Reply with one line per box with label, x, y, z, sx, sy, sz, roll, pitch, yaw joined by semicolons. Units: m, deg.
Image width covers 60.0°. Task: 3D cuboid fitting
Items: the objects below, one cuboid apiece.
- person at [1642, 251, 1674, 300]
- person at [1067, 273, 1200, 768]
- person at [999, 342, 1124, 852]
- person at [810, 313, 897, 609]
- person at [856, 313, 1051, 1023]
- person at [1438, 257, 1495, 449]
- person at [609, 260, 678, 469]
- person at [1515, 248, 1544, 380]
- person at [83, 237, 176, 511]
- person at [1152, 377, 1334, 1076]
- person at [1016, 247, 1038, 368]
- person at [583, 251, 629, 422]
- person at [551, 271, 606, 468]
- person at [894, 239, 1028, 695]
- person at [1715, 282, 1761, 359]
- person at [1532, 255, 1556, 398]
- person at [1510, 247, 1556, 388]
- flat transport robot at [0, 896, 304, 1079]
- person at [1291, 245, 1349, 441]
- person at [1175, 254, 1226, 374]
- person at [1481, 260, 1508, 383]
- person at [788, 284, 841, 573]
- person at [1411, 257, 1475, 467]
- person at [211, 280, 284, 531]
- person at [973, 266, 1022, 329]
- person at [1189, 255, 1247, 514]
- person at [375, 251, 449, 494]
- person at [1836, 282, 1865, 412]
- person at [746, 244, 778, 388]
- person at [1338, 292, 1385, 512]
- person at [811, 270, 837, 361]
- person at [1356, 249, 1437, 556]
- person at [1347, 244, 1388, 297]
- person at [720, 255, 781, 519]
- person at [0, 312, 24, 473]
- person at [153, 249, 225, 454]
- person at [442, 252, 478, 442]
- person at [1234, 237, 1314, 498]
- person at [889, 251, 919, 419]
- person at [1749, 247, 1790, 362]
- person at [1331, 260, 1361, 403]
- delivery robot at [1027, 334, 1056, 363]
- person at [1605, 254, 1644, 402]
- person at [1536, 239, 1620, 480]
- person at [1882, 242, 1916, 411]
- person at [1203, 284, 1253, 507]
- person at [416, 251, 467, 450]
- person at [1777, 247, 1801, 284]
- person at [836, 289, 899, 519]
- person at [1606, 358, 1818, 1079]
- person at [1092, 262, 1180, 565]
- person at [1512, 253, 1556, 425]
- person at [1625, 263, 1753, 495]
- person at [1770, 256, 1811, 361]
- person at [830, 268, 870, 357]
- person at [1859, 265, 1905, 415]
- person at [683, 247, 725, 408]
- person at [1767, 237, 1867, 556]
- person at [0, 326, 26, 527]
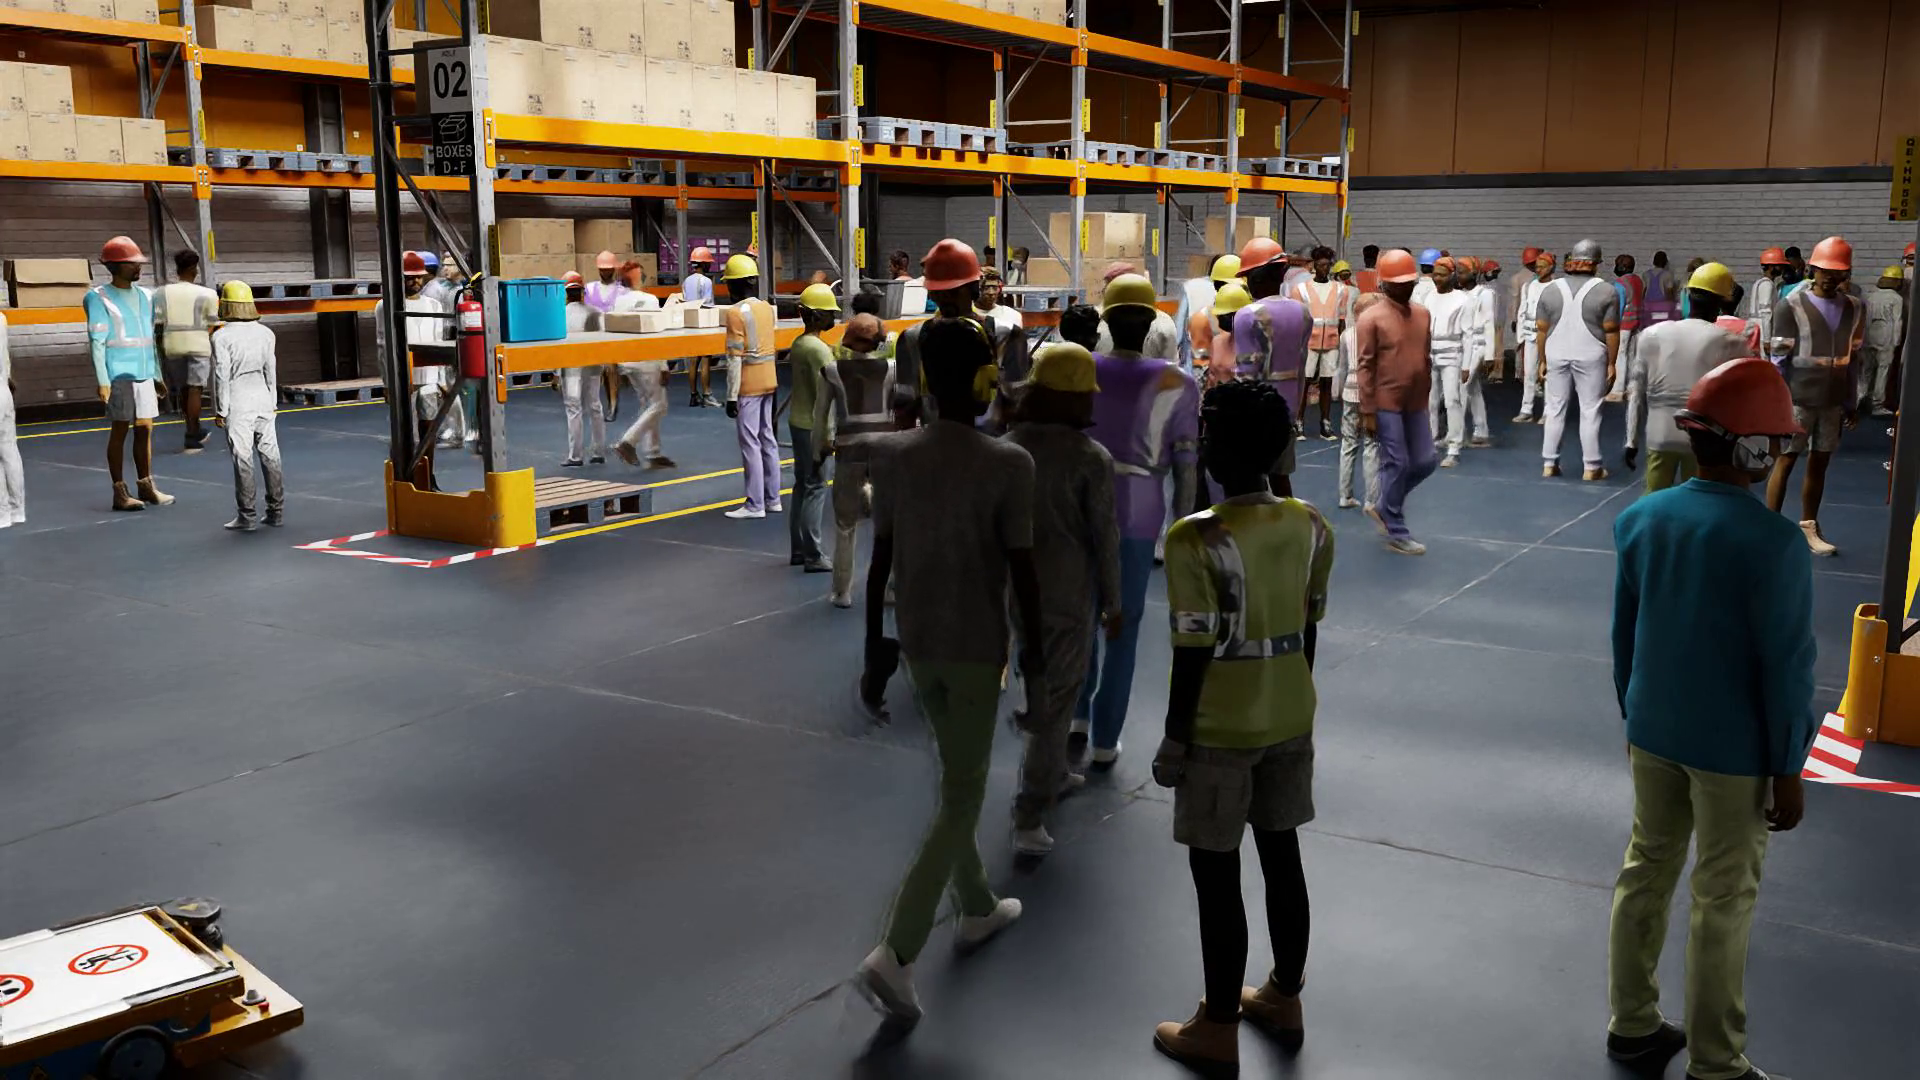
person;11.169;-3.699;26.671;0.516;1.843;0.325;9;13;40
person;0.608;-0.079;6.459;0.628;1.893;0.553;2;10;11
person;0.305;0.176;5.672;0.495;1.695;0.874;7;12;33
person;-0.539;-0.432;9.161;0.575;1.628;0.345;-1;10;-6
person;-0.039;0.317;4.458;0.532;1.839;0.909;6;12;30
person;4.850;-1.802;16.111;0.795;1.852;0.599;-2;10;-12
person;-2.787;-1.516;14.572;0.608;1.851;0.604;9;14;42
person;8.291;-3.252;24.015;0.406;1.911;0.637;-6;12;-30
person;-6.240;-1.247;12.533;0.375;2.042;0.615;3;11;18
person;0.683;0.452;4.077;0.540;1.695;0.317;-8;13;-38
person;1.058;-3.696;26.480;0.403;1.924;0.796;0;10;0
person;-3.965;-2.311;18.812;0.551;1.911;0.832;1;10;4
person;-3.420;-1.521;14.864;0.339;1.748;0.564;10;14;43
person;-0.004;-0.313;7.415;0.615;2.028;0.409;2;11;13
person;6.110;-1.214;13.333;0.534;1.691;0.316;6;12;28
person;7.510;-2.771;21.522;0.389;1.847;0.566;6;12;30
person;7.978;-3.085;23.070;0.713;1.928;1.025;-1;10;-3
flat transport robot;-2.395;1.191;3.934;1.431;0.197;0.652;-10;14;-43
person;3.621;-1.981;16.814;0.607;1.966;0.367;-1;10;-6
person;2.544;-2.057;17.519;0.736;1.875;0.384;0;10;-1
person;7.554;-3.097;23.644;0.589;1.737;0.415;-8;13;-37
person;-0.878;-0.682;10.198;0.335;1.760;0.526;-4;11;-22
person;4.319;-1.591;14.910;0.342;1.875;0.577;-9;14;-41
person;-5.006;-0.937;11.649;0.294;1.744;0.487;6;12;29
person;0.172;-1.058;12.068;0.561;1.836;0.395;-2;10;-9
person;1.719;-0.902;10.952;0.375;1.922;0.594;8;13;36
person;-4.186;-1.239;12.779;0.542;1.939;0.365;-10;14;-43
person;10.090;-2.212;19.036;0.551;1.617;0.430;-4;11;-19
person;-2.758;-3.050;22.656;0.622;1.993;0.383;8;13;39
person;3.036;-1.026;12.429;0.307;1.641;0.514;-8;13;-36
person;-1.843;-2.800;22.285;0.529;1.619;0.338;4;11;19
person;2.810;-0.877;10.711;0.648;1.959;0.472;-6;12;-30
person;5.451;-2.950;22.178;0.606;1.967;0.367;5;11;25
person;-1.551;-1.114;12.166;0.407;1.917;0.583;4;11;20
person;-8.305;-1.407;14.217;0.338;1.752;0.565;2;10;12
person;-7.385;-1.829;16.071;0.638;1.918;0.960;0;10;-2
person;-5.069;-1.949;16.802;0.643;1.909;0.410;6;12;30
person;1.739;-0.708;9.571;0.605;2.035;0.384;-9;14;-42
person;-0.600;-2.132;17.819;0.405;1.909;0.597;6;12;31
person;8.907;-2.254;18.401;0.364;1.939;0.542;3;11;16
person;4.739;-2.593;20.760;0.526;1.768;0.330;-4;11;-19
delivery robot;1.134;-2.976;25.976;0.707;0.478;0.477;-5;11;-24
person;8.314;-2.659;20.915;0.624;1.845;0.430;-10;14;-43
person;5.275;-1.538;14.150;0.688;2.000;0.536;8;13;38
person;11.139;-2.493;19.572;0.623;1.992;0.396;4;11;20
person;1.706;-0.719;10.435;0.364;1.748;0.559;-5;11;-27
person;-5.051;-1.819;16.056;0.421;1.924;0.636;-4;11;-21
person;12.655;-3.520;25.467;0.386;1.921;0.595;3;11;15
person;-0.655;-0.952;11.906;0.540;1.678;0.616;4;11;22
person;1.782;0.450;3.933;0.325;1.752;0.559;-4;11;-21
person;1.030;-0.759;10.257;0.709;1.887;0.467;3;11;14
person;6.395;-2.208;18.294;0.337;1.883;0.584;-10;14;-43
person;3.930;-0.537;9.025;0.620;1.899;0.516;9;14;41
person;9.191;-2.214;18.456;0.429;1.839;0.634;-3;11;-18
person;-1.124;-2.190;18.146;0.590;1.910;0.406;-2;10;-11
person;10.749;-2.317;19.337;0.324;1.730;0.491;-3;11;-17
person;-3.110;-2.564;20.121;0.358;1.938;0.545;-10;14;-43
person;5.464;-0.898;10.609;0.609;2.040;0.395;-1;10;-7
person;-6.882;-0.953;11.743;0.315;1.744;0.492;0;10;1
